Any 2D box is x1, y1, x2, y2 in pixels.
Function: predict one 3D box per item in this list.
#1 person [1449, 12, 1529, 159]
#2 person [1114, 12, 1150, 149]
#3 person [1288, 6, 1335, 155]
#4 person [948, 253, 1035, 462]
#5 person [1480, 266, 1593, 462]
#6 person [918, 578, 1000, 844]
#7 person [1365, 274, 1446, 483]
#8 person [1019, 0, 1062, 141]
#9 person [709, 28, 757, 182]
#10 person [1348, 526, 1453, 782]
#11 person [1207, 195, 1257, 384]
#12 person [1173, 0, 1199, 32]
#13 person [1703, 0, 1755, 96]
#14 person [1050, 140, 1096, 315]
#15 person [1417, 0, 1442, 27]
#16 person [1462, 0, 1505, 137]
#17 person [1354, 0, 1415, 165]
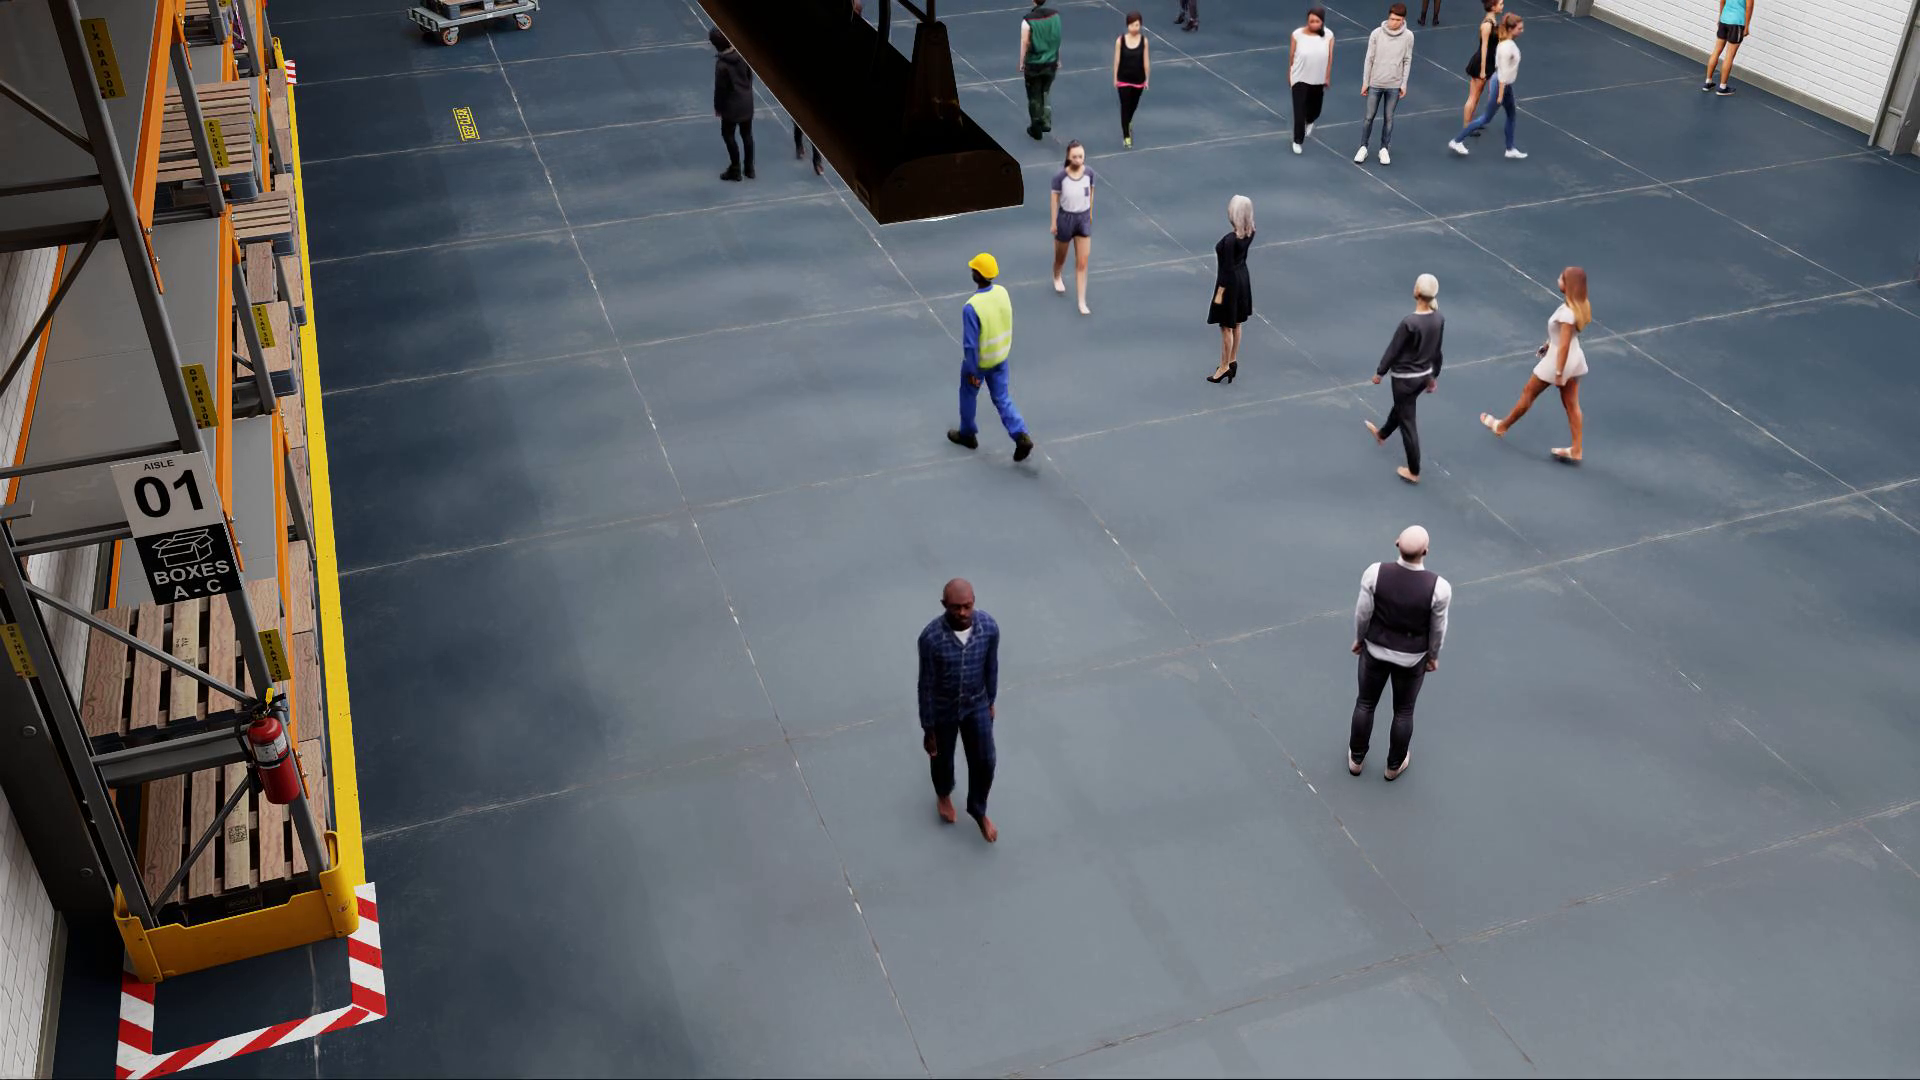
[{"bbox_3d":[6.134,-5.193,19.164,1.129,1.682,1.135,9,35,14],"label":"person"},{"bbox_3d":[2.031,-5.507,19.790,0.733,1.513,1.077,-2,34,-3],"label":"person"},{"bbox_3d":[4.115,-5.442,19.554,0.867,1.666,1.041,2,34,3],"label":"person"},{"bbox_3d":[0.269,-1.443,13.429,0.915,1.786,1.196,-26,41,-33],"label":"person"},{"bbox_3d":[4.950,-1.389,13.479,1.188,1.641,0.938,25,41,33],"label":"person"},{"bbox_3d":[-0.045,0.926,9.853,0.699,1.799,0.804,-8,34,-12],"label":"person"},{"bbox_3d":[3.643,-1.260,13.241,0.743,1.689,1.099,-18,38,-25],"label":"person"},{"bbox_3d":[0.985,-5.613,19.664,0.647,1.829,0.648,-12,35,-17],"label":"person"},{"bbox_3d":[-2.509,-4.911,18.669,0.718,1.761,0.689,-18,38,-25],"label":"person"},{"bbox_3d":[2.656,0.692,10.183,0.778,1.823,0.812,11,35,16],"label":"person"},{"bbox_3d":[2.384,-2.205,14.611,0.739,1.747,0.697,19,38,27],"label":"person"},{"bbox_3d":[3.322,-8.036,23.394,0.836,1.735,0.777,14,36,20],"label":"person"},{"bbox_3d":[9.838,-6.590,21.181,0.713,1.776,0.512,-17,37,-24],"label":"person"},{"bbox_3d":[1.045,-3.044,16.002,0.694,1.604,1.082,-8,34,-11],"label":"person"},{"bbox_3d":[6.788,-8.031,23.796,0.577,1.281,0.616,4,34,7],"label":"person"},{"bbox_3d":[6.279,-5.718,19.969,0.735,1.667,0.676,15,36,21],"label":"person"},{"bbox_3d":[4.892,-5.260,19.117,0.758,1.847,0.765,7,34,10],"label":"person"}]
